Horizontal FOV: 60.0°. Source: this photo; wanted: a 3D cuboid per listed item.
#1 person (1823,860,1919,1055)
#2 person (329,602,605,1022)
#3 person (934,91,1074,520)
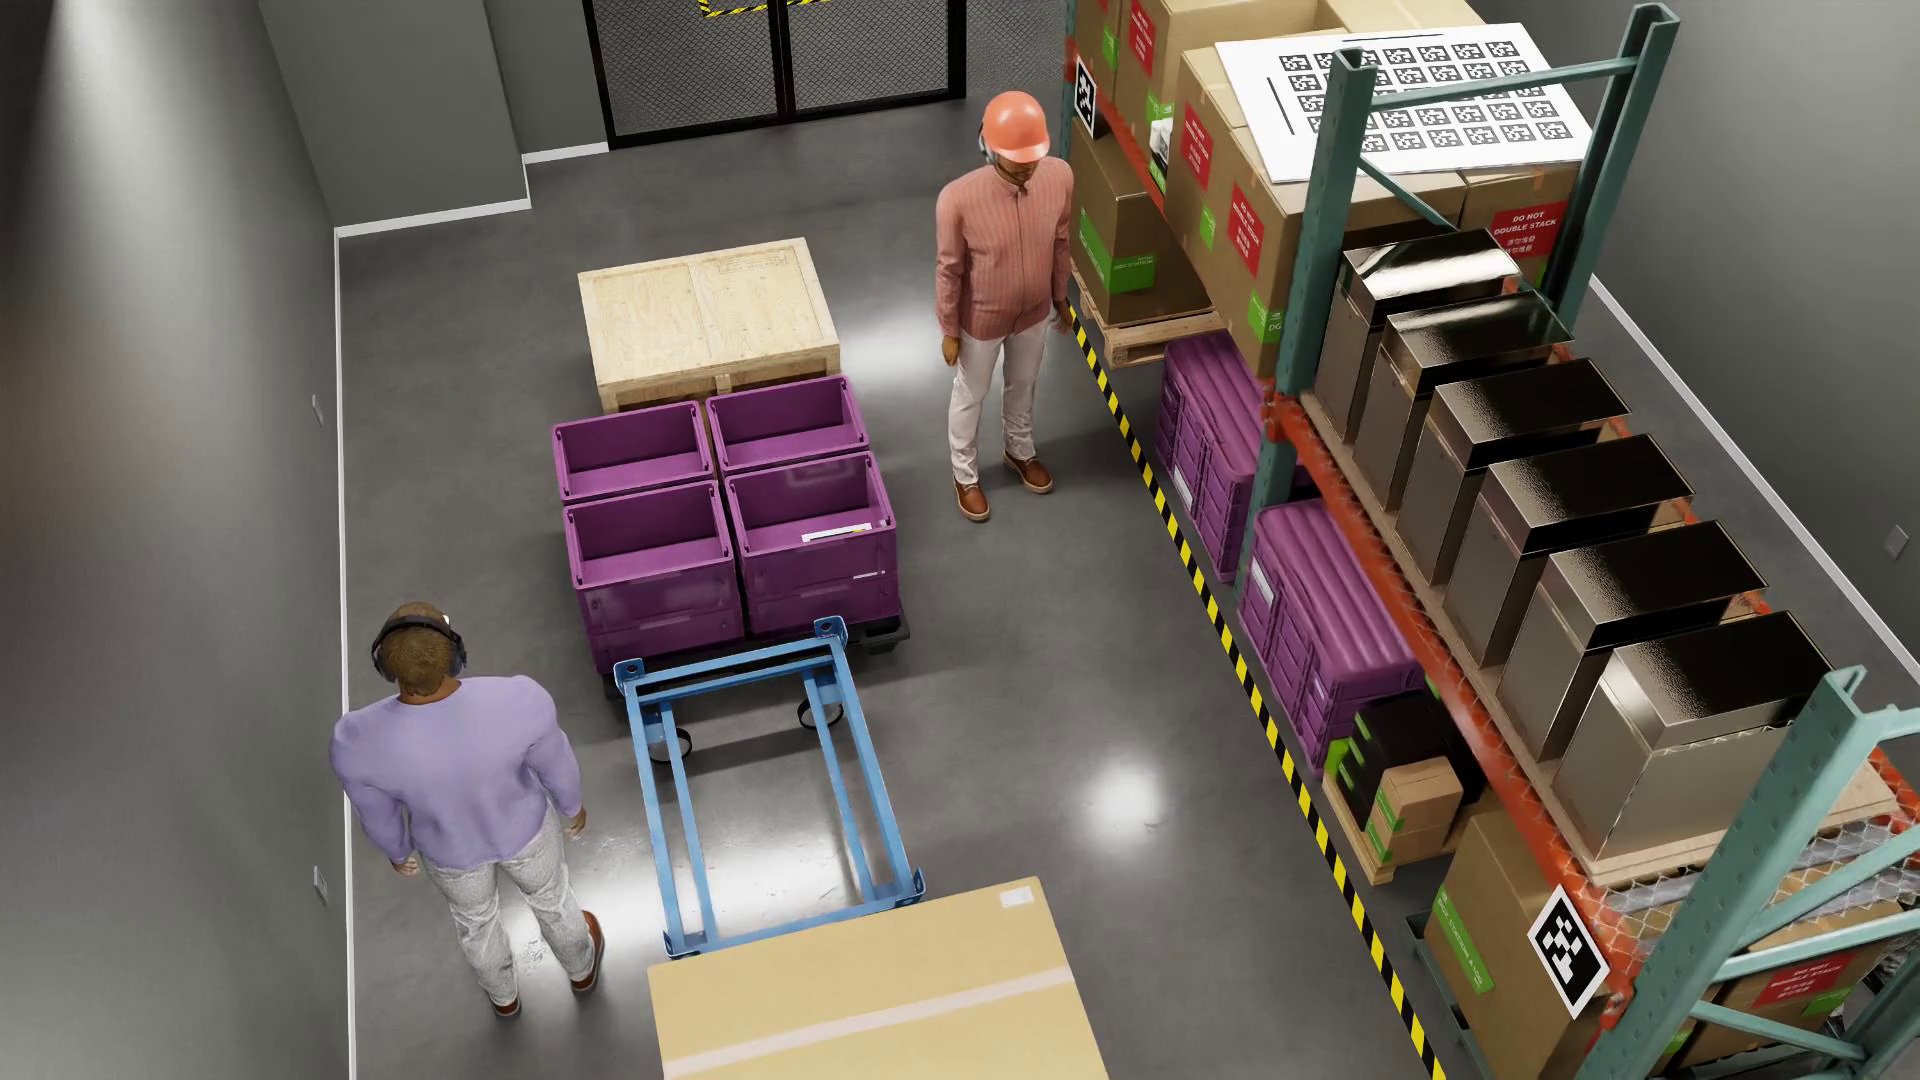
[{"bbox_3d":[3.089,0.999,5.047,0.588,1.822,0.403,-11,48,-10],"label":"person"},{"bbox_3d":[-1.457,0.868,5.089,0.635,1.938,0.361,-13,49,-12],"label":"person"},{"bbox_3d":[0.186,-0.924,6.697,0.609,1.996,0.379,-22,51,-19],"label":"person"}]
